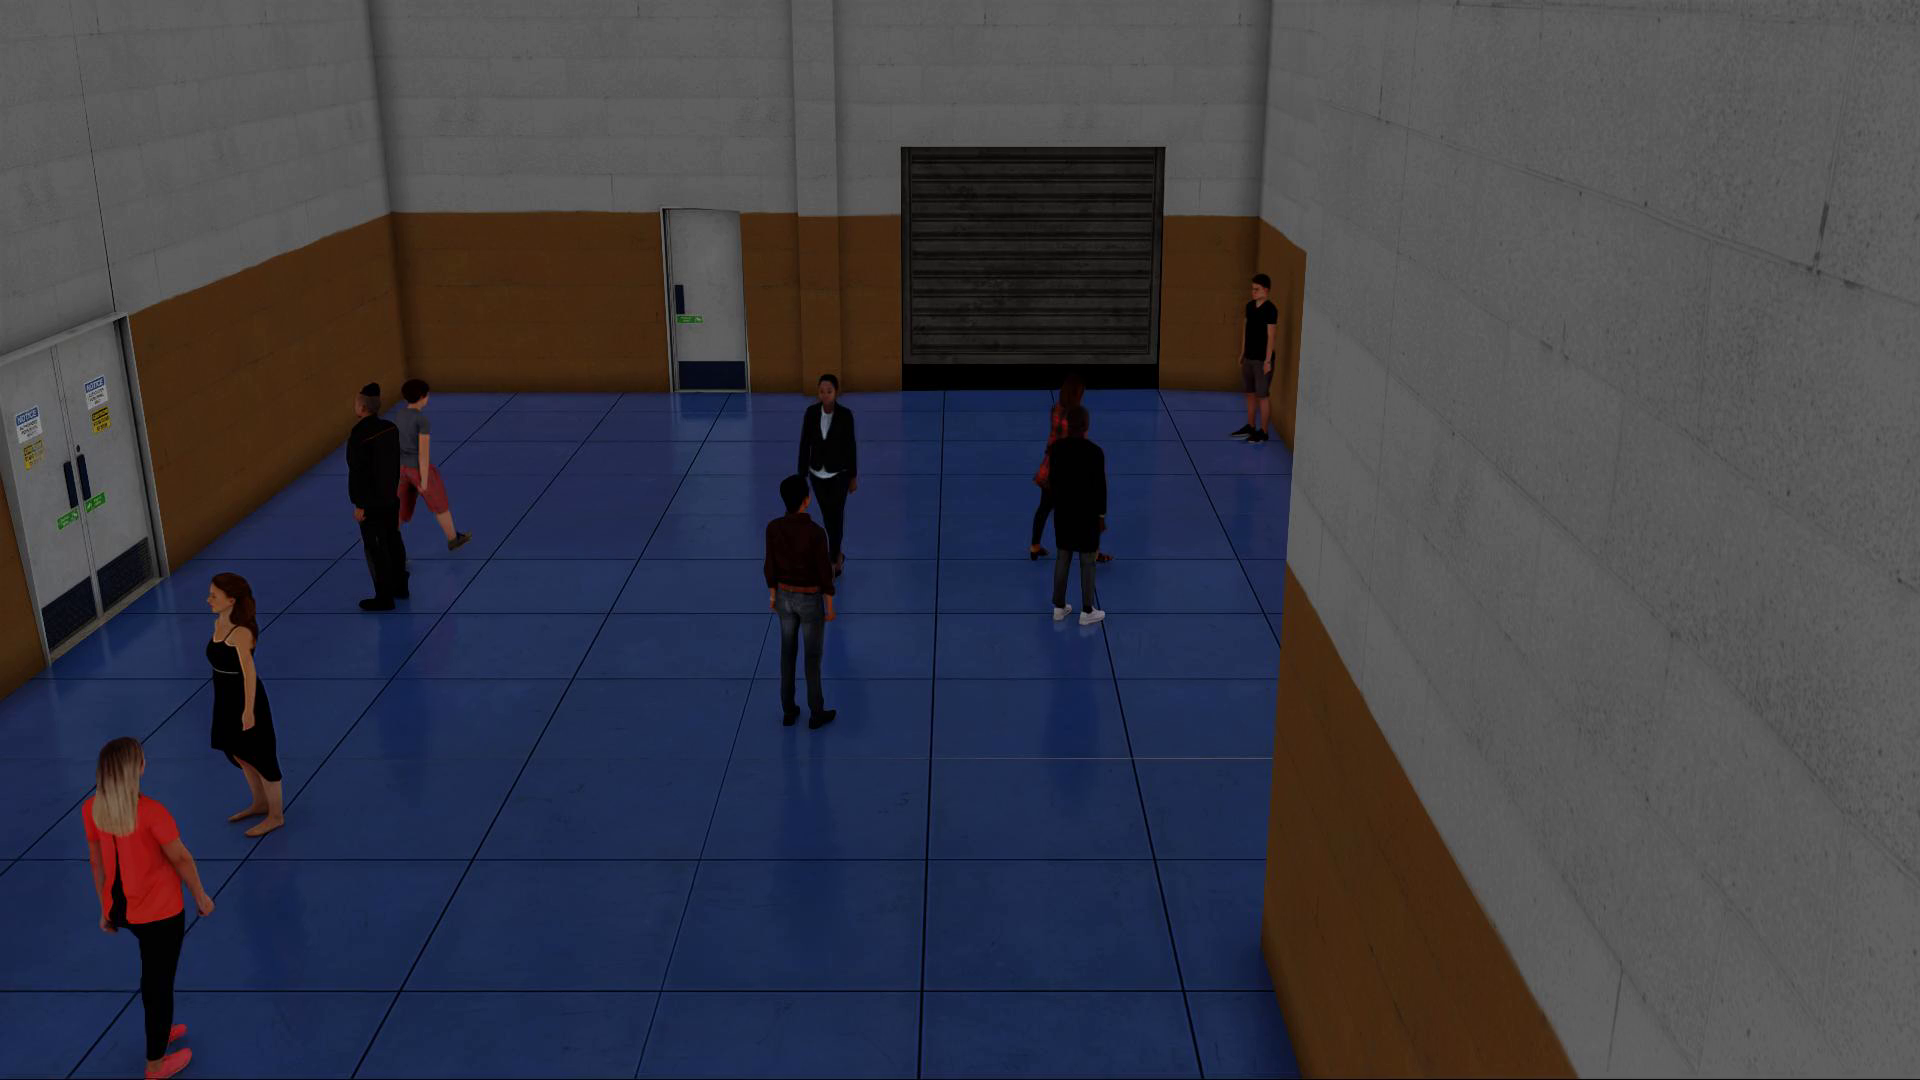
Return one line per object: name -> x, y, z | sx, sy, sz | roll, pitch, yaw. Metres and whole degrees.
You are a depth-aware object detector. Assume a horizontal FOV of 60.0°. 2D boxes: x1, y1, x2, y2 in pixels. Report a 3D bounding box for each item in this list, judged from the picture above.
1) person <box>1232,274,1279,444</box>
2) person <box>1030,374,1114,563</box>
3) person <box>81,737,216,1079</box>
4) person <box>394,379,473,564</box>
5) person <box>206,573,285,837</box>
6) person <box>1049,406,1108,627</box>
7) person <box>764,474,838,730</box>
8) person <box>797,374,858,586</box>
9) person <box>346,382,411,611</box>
person -> 3.322, -2.022, 18.375 | 0.753, 1.857, 0.766 | -9, 20, -24
person -> 0.923, -0.588, 14.412 | 0.972, 1.673, 0.940 | -15, 24, -37
person -> -3.758, 1.732, 7.525 | 0.664, 1.678, 0.741 | 6, 20, 18
person -> -4.772, -0.537, 14.353 | 1.159, 1.600, 1.000 | 10, 21, 27
person -> -4.254, 0.964, 9.885 | 0.735, 1.624, 0.681 | -16, 24, -39
person -> 0.916, -0.200, 13.122 | 0.670, 1.762, 0.784 | 11, 21, 29
person -> -1.085, 0.417, 11.260 | 0.597, 1.782, 0.772 | 7, 20, 20
person -> -1.070, -0.507, 13.968 | 1.023, 1.803, 0.845 | 5, 19, 16
person -> -4.707, -0.369, 13.431 | 0.689, 1.861, 0.808 | 4, 19, 10
